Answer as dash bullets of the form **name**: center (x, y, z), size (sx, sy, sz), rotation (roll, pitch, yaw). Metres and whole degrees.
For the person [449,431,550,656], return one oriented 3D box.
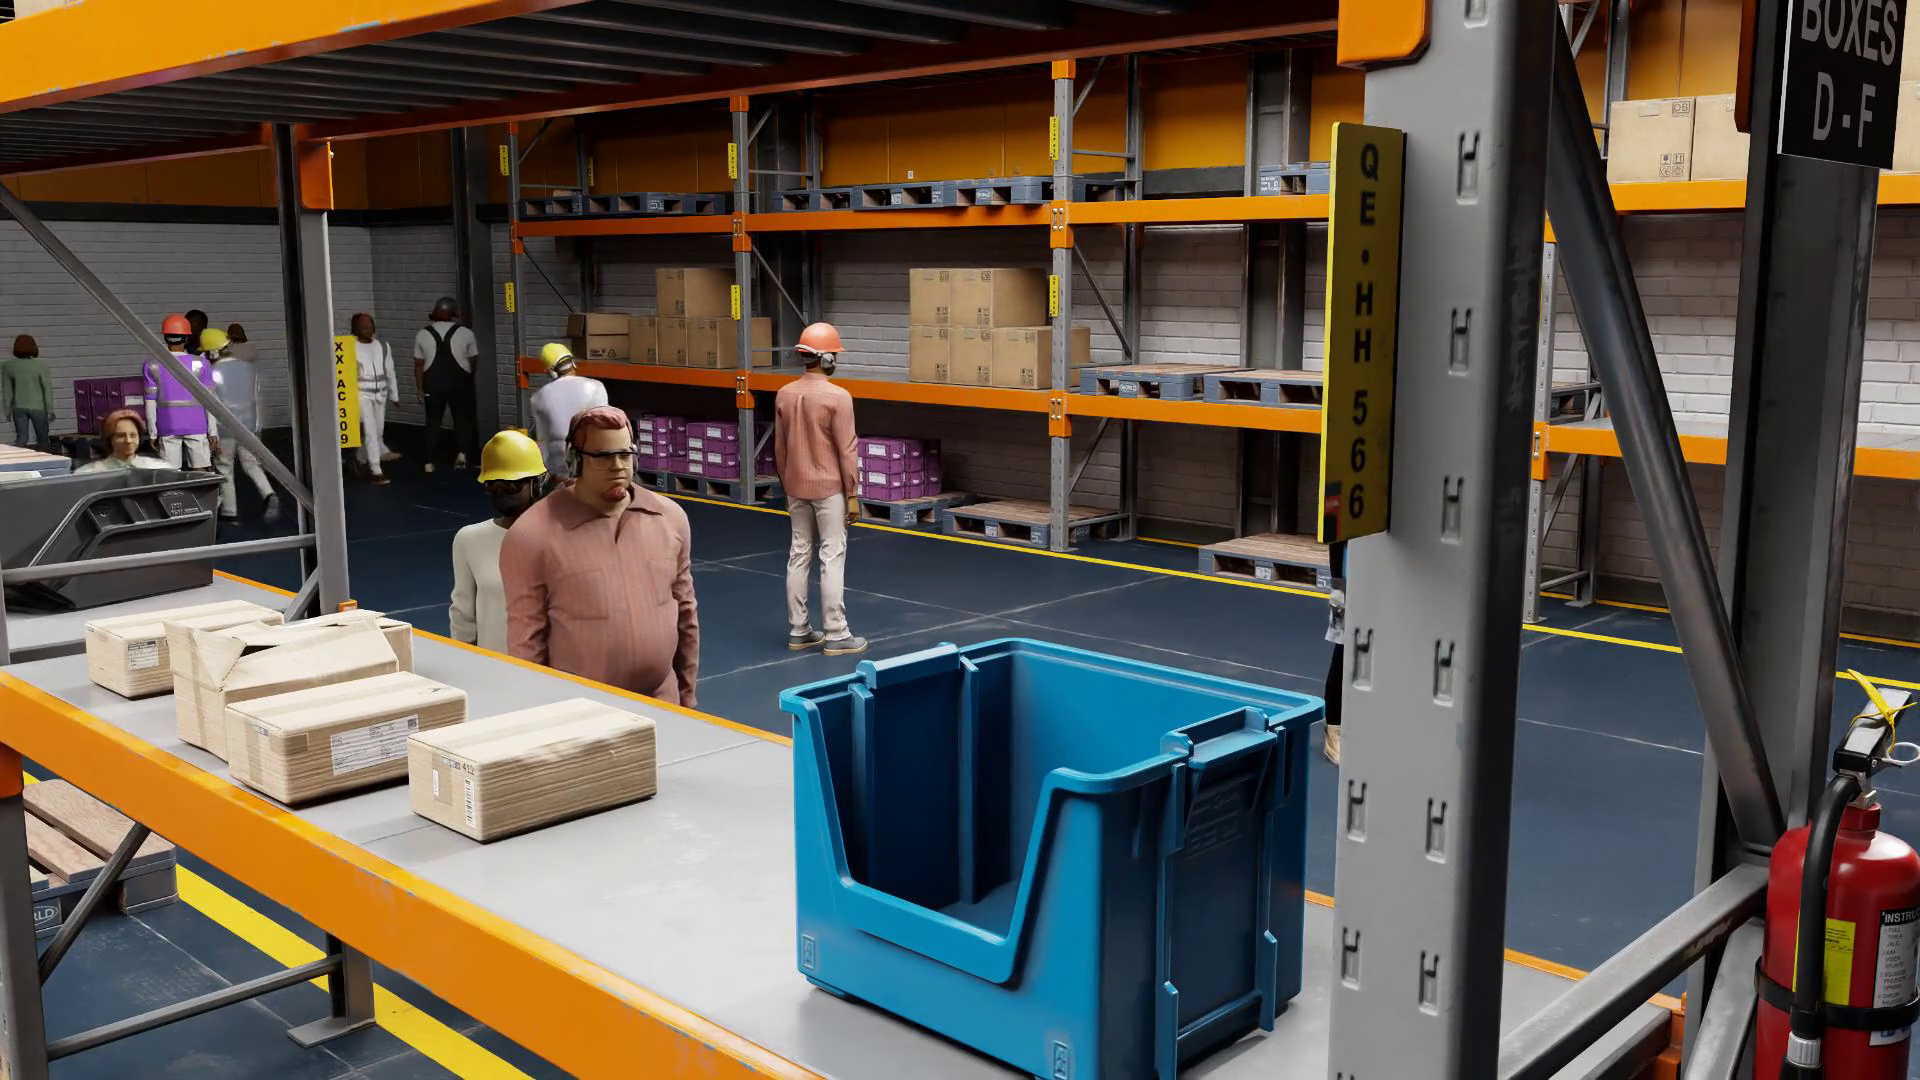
- **person**: center (-1.516, 0.500, 5.790), size (0.534, 1.767, 0.317), rotation (1, 9, 6)

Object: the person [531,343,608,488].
- **person**: center (-2.810, -0.564, 12.289), size (0.665, 1.770, 0.531), rotation (0, 9, 0)

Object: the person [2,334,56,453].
- **person**: center (-10.011, -1.398, 17.883), size (0.508, 1.621, 0.612), rotation (-1, 9, -5)

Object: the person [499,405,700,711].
- **person**: center (-1.100, 0.522, 5.267), size (0.636, 1.900, 0.402), rotation (-7, 12, -38)

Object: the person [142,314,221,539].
- **person**: center (-6.583, -0.939, 14.085), size (0.550, 1.935, 0.376), rotation (-3, 10, -19)

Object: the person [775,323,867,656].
- **person**: center (-0.841, -0.302, 10.008), size (0.612, 1.995, 0.382), rotation (7, 11, 36)

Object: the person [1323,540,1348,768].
- **person**: center (1.921, 0.214, 7.751), size (0.540, 1.695, 0.317), rotation (-5, 11, -29)

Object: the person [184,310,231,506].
- **person**: center (-7.390, -1.275, 16.276), size (0.596, 1.894, 0.381), rotation (2, 10, 13)

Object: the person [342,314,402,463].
- **person**: center (-7.238, -1.805, 19.891), size (0.907, 1.796, 0.646), rotation (-2, 10, -14)

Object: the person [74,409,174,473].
- **person**: center (-4.260, 0.126, 8.535), size (0.521, 1.620, 0.677), rotation (-9, 13, -44)

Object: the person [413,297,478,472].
- **person**: center (-5.856, -1.792, 19.000), size (0.699, 2.000, 0.604), rotation (-2, 9, -12)

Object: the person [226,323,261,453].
- **person**: center (-9.058, -1.903, 20.928), size (0.507, 1.631, 0.276), rotation (-8, 12, -39)

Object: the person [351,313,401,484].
- **person**: center (-6.473, -1.551, 18.118), size (0.877, 1.855, 0.579), rotation (8, 12, 40)

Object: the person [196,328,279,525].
- **person**: center (-6.455, -0.995, 14.856), size (0.758, 1.799, 0.603), rotation (6, 11, 31)
